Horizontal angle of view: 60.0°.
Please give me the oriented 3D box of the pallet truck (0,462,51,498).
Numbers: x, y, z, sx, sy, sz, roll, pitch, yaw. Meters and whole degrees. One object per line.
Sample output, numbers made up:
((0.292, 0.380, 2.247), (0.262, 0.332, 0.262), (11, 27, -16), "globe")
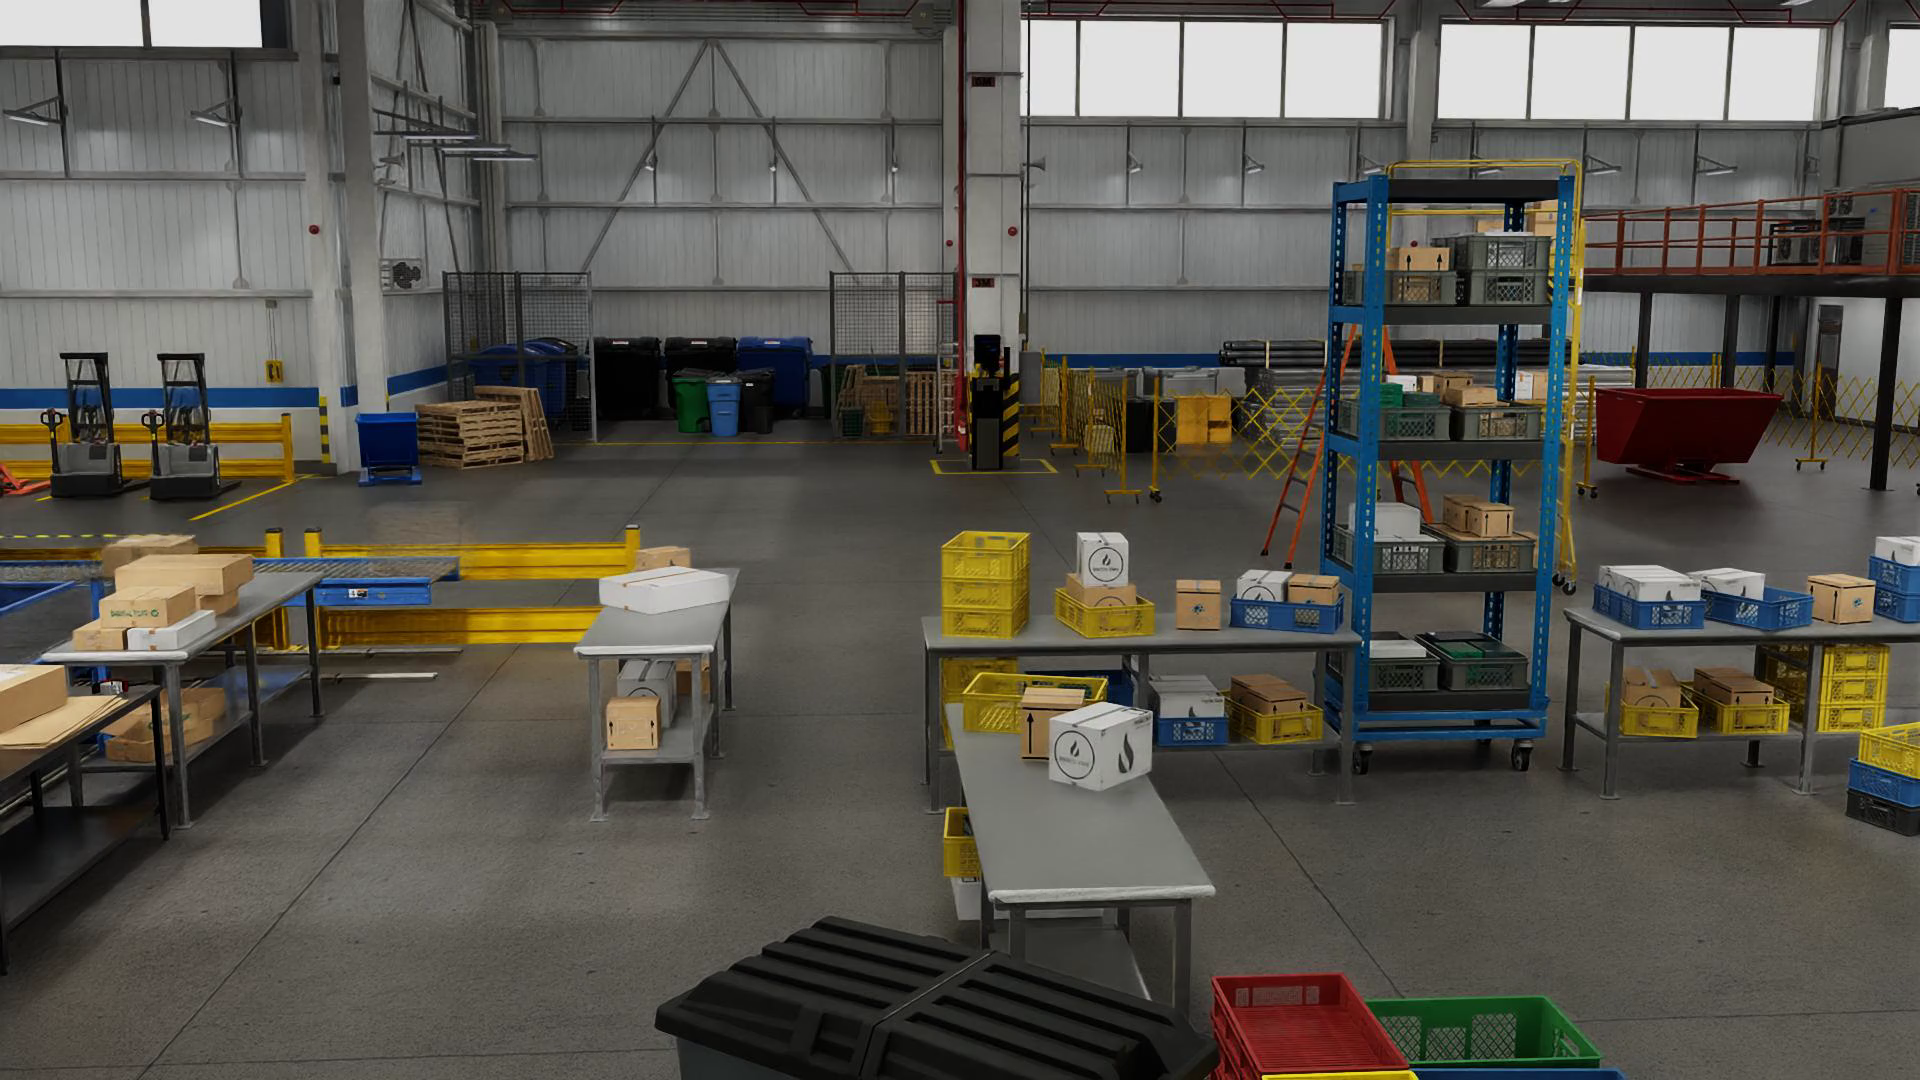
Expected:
((-13.193, -1.293, 23.148), (0.653, 1.274, 1.630), (-1, 9, -4), "pallet truck")

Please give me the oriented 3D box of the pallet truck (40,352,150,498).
((-11.907, -1.642, 23.165), (0.823, 1.965, 1.885), (0, 9, 0), "pallet truck")

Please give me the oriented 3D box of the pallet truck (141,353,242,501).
((-10.520, -1.604, 22.925), (0.823, 1.965, 1.885), (-1, 9, -6), "pallet truck")
